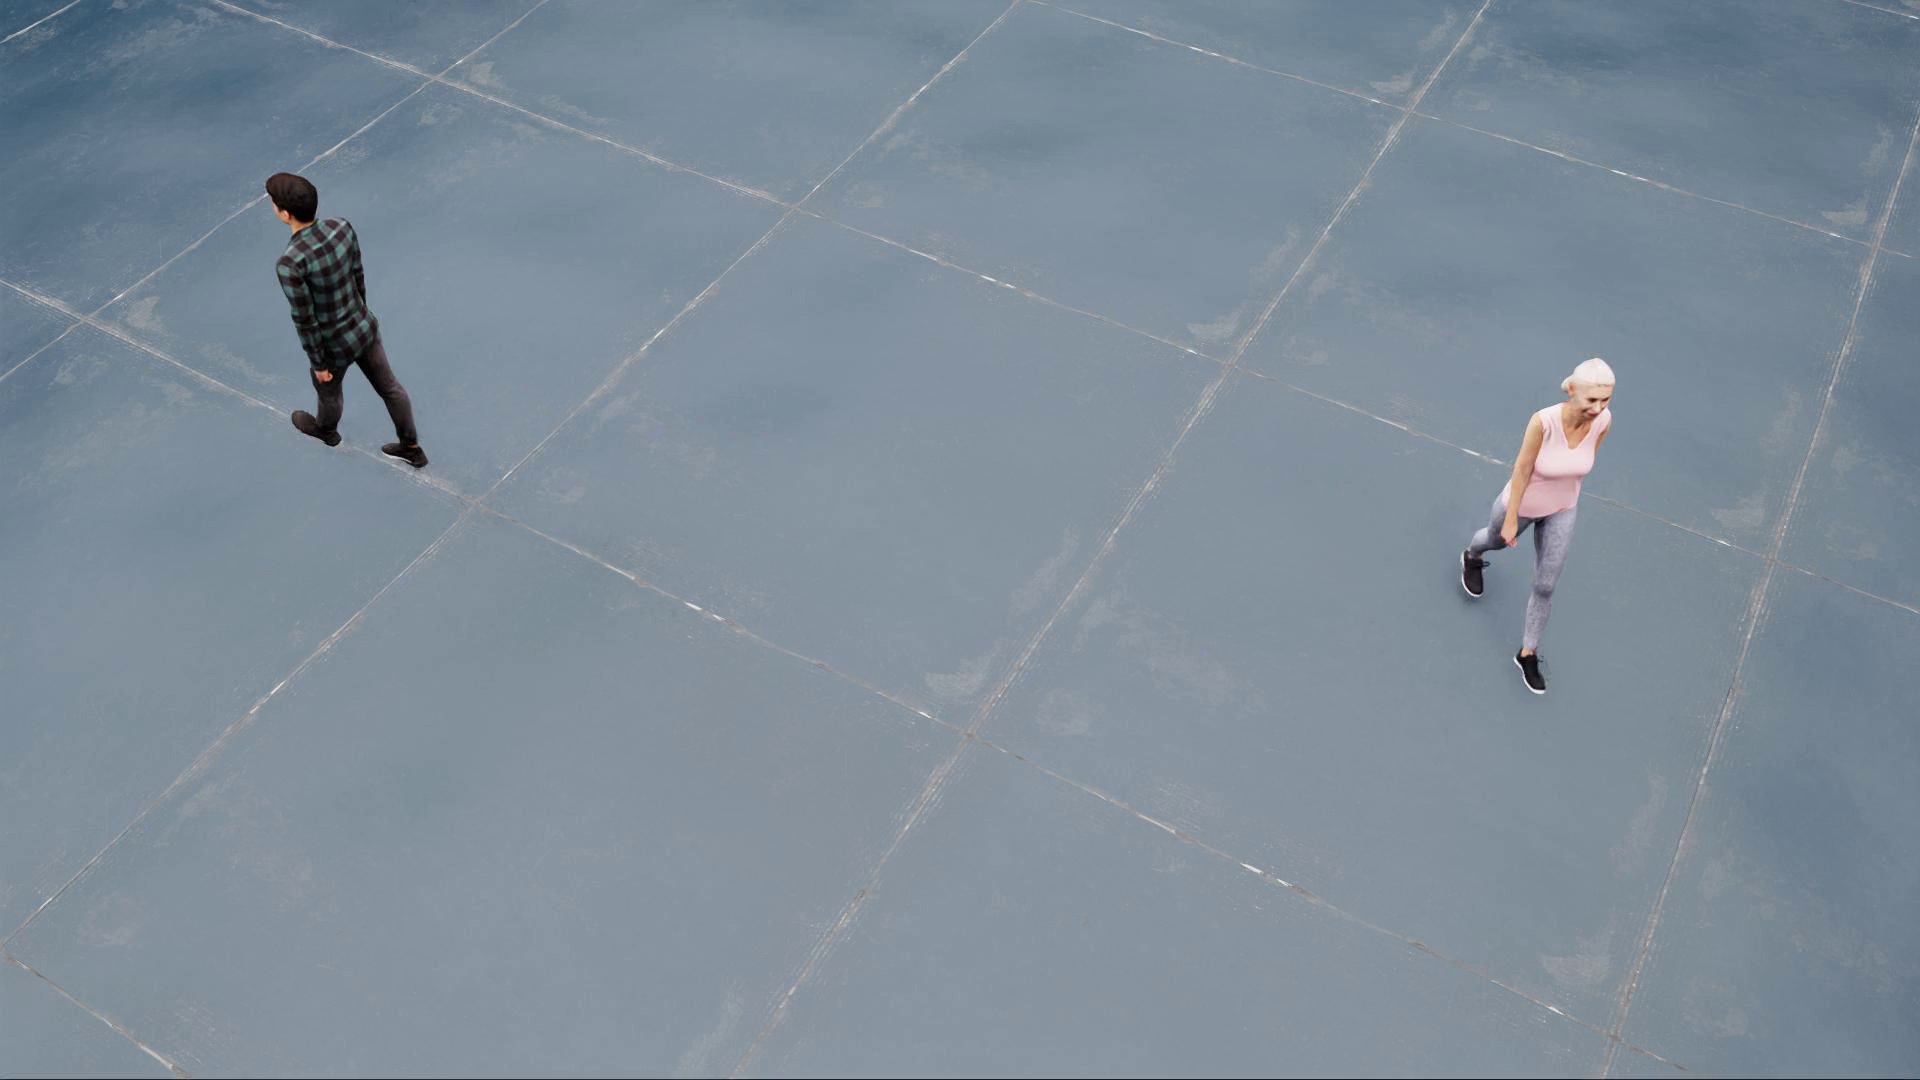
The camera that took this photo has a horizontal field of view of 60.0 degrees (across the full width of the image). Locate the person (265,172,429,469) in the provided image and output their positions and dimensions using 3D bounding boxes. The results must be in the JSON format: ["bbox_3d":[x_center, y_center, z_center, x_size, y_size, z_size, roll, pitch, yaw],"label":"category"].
[{"bbox_3d":[-2.943,-0.989,8.041,0.975,1.689,0.707,22,51,19],"label":"person"}]

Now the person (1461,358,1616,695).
[{"bbox_3d":[2.603,-0.211,7.616,1.127,1.683,1.003,-1,47,-1],"label":"person"}]
